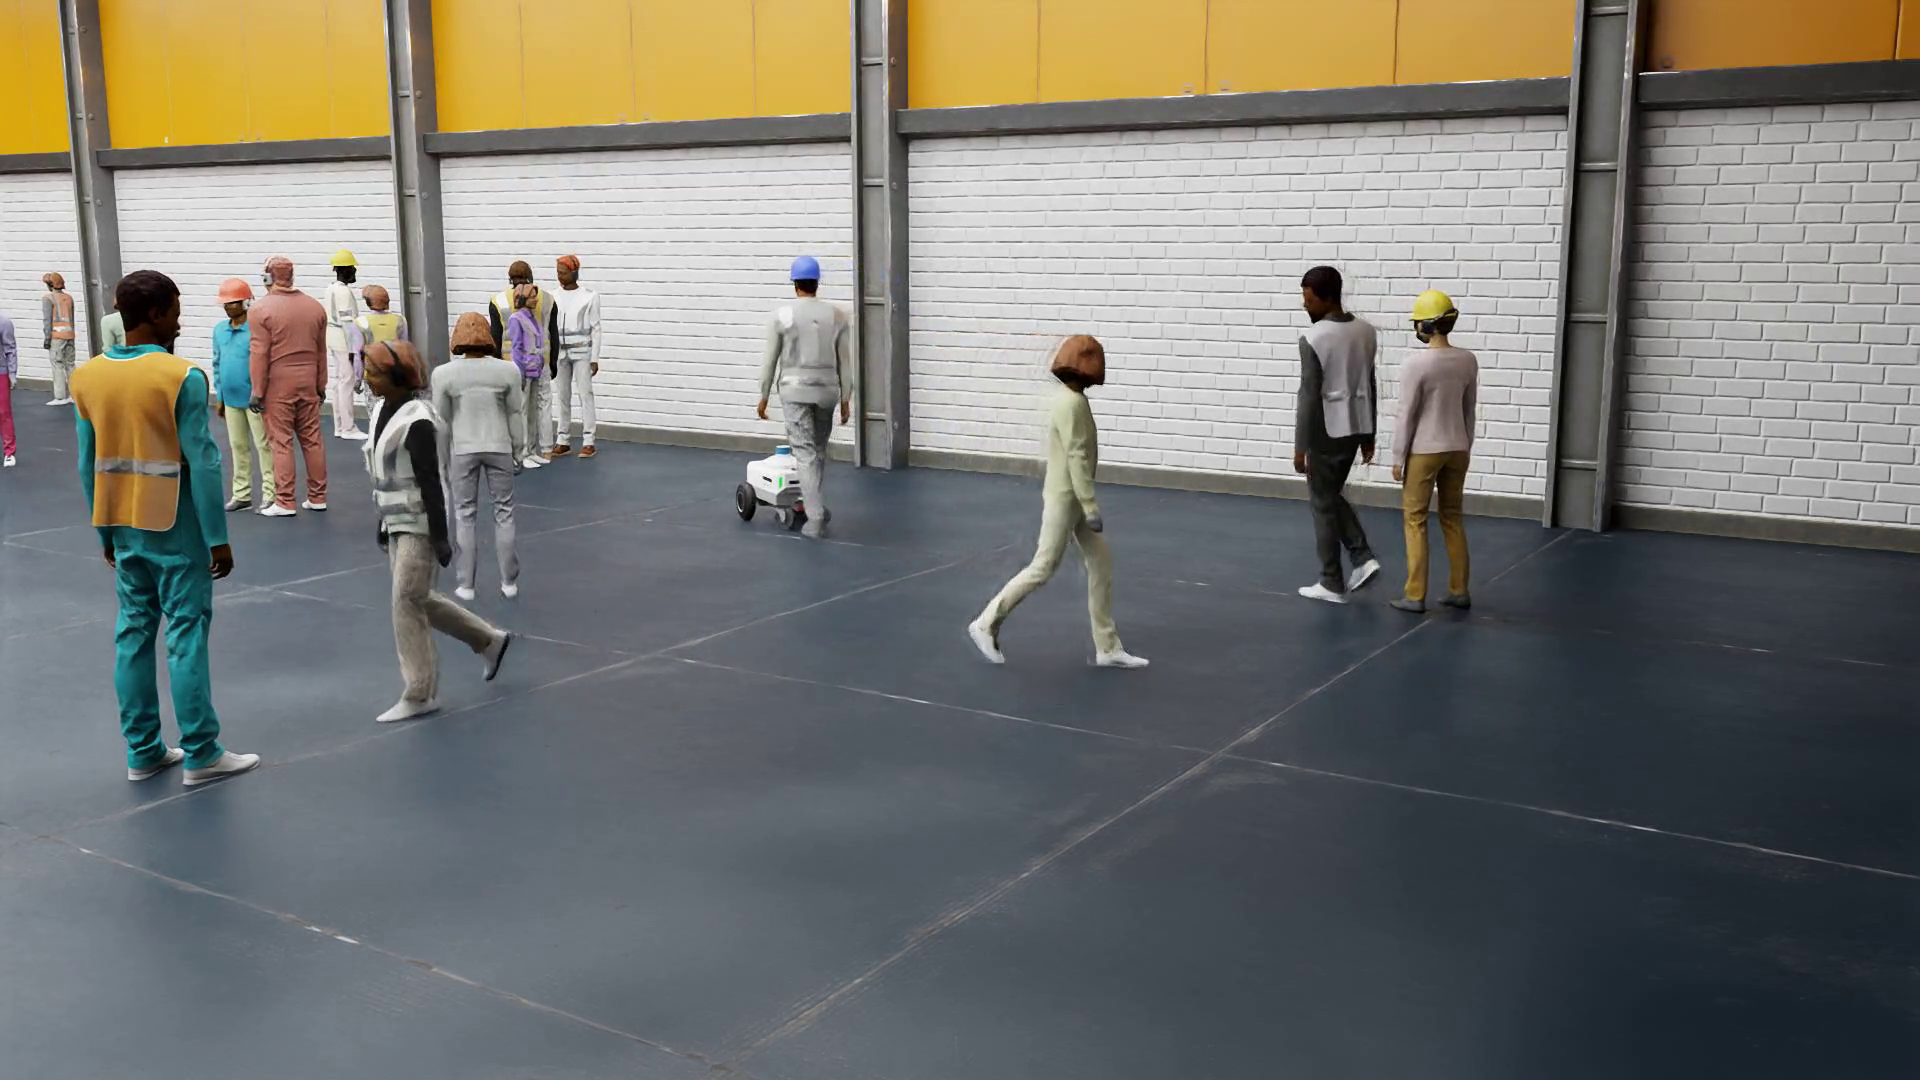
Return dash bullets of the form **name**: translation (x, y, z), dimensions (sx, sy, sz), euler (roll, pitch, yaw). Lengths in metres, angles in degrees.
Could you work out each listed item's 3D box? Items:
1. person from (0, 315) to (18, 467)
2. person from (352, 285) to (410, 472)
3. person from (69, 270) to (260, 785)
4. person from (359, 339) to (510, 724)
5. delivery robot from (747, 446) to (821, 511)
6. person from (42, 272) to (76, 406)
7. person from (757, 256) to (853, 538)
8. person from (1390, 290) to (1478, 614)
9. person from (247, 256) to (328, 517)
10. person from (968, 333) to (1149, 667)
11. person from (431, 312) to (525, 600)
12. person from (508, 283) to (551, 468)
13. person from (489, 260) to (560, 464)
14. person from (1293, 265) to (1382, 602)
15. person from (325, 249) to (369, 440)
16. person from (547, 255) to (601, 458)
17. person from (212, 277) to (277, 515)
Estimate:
- **person**: translation (-8.678, -1.459, 14.847), dimensions (0.501, 1.631, 0.285), euler (-2, 10, -10)
- **person**: translation (-5.035, -1.402, 14.519), dimensions (0.512, 1.637, 0.312), euler (-9, 14, -41)
- **person**: translation (-2.983, -0.035, 6.180), dimensions (0.587, 1.914, 0.390), euler (3, 11, 17)
- **person**: translation (-2.248, -0.058, 7.122), dimensions (0.599, 1.617, 0.544), euler (-7, 12, -34)
- **delivery robot**: translation (-1.258, -0.431, 11.876), dimensions (0.477, 0.478, 0.707), euler (-5, 11, -26)
- **person**: translation (-11.058, -2.469, 20.451), dimensions (0.321, 1.631, 0.527), euler (1, 10, 7)
- **person**: translation (-1.111, -1.003, 11.578), dimensions (0.614, 1.906, 0.955), euler (-6, 12, -29)
- **person**: translation (2.573, -0.475, 9.065), dimensions (0.537, 1.759, 0.344), euler (-5, 11, -25)
- **person**: translation (-4.958, -1.125, 12.238), dimensions (0.407, 1.905, 0.655), euler (6, 12, 30)
- **person**: translation (0.464, -0.186, 7.880), dimensions (0.824, 1.595, 0.518), euler (3, 11, 14)
- **person**: translation (-2.709, -0.470, 9.394), dimensions (0.493, 1.625, 0.280), euler (-3, 11, -17)
- **person**: translation (-3.869, -1.467, 14.869), dimensions (0.312, 1.642, 0.512), euler (1, 10, 5)
- **person**: translation (-3.951, -1.608, 15.107), dimensions (0.626, 1.839, 0.429), euler (-5, 11, -26)
- **person**: translation (2.072, -0.576, 9.250), dimensions (0.627, 1.883, 0.452), euler (-8, 13, -37)
- **person**: translation (-6.244, -1.981, 16.918), dimensions (0.378, 1.930, 0.587), euler (-6, 12, -31)
- **person**: translation (-3.621, -1.705, 15.511), dimensions (0.576, 1.886, 0.355), euler (2, 10, 13)
- **person**: translation (-5.288, -1.057, 12.293), dimensions (0.564, 1.748, 0.346), euler (4, 11, 19)
